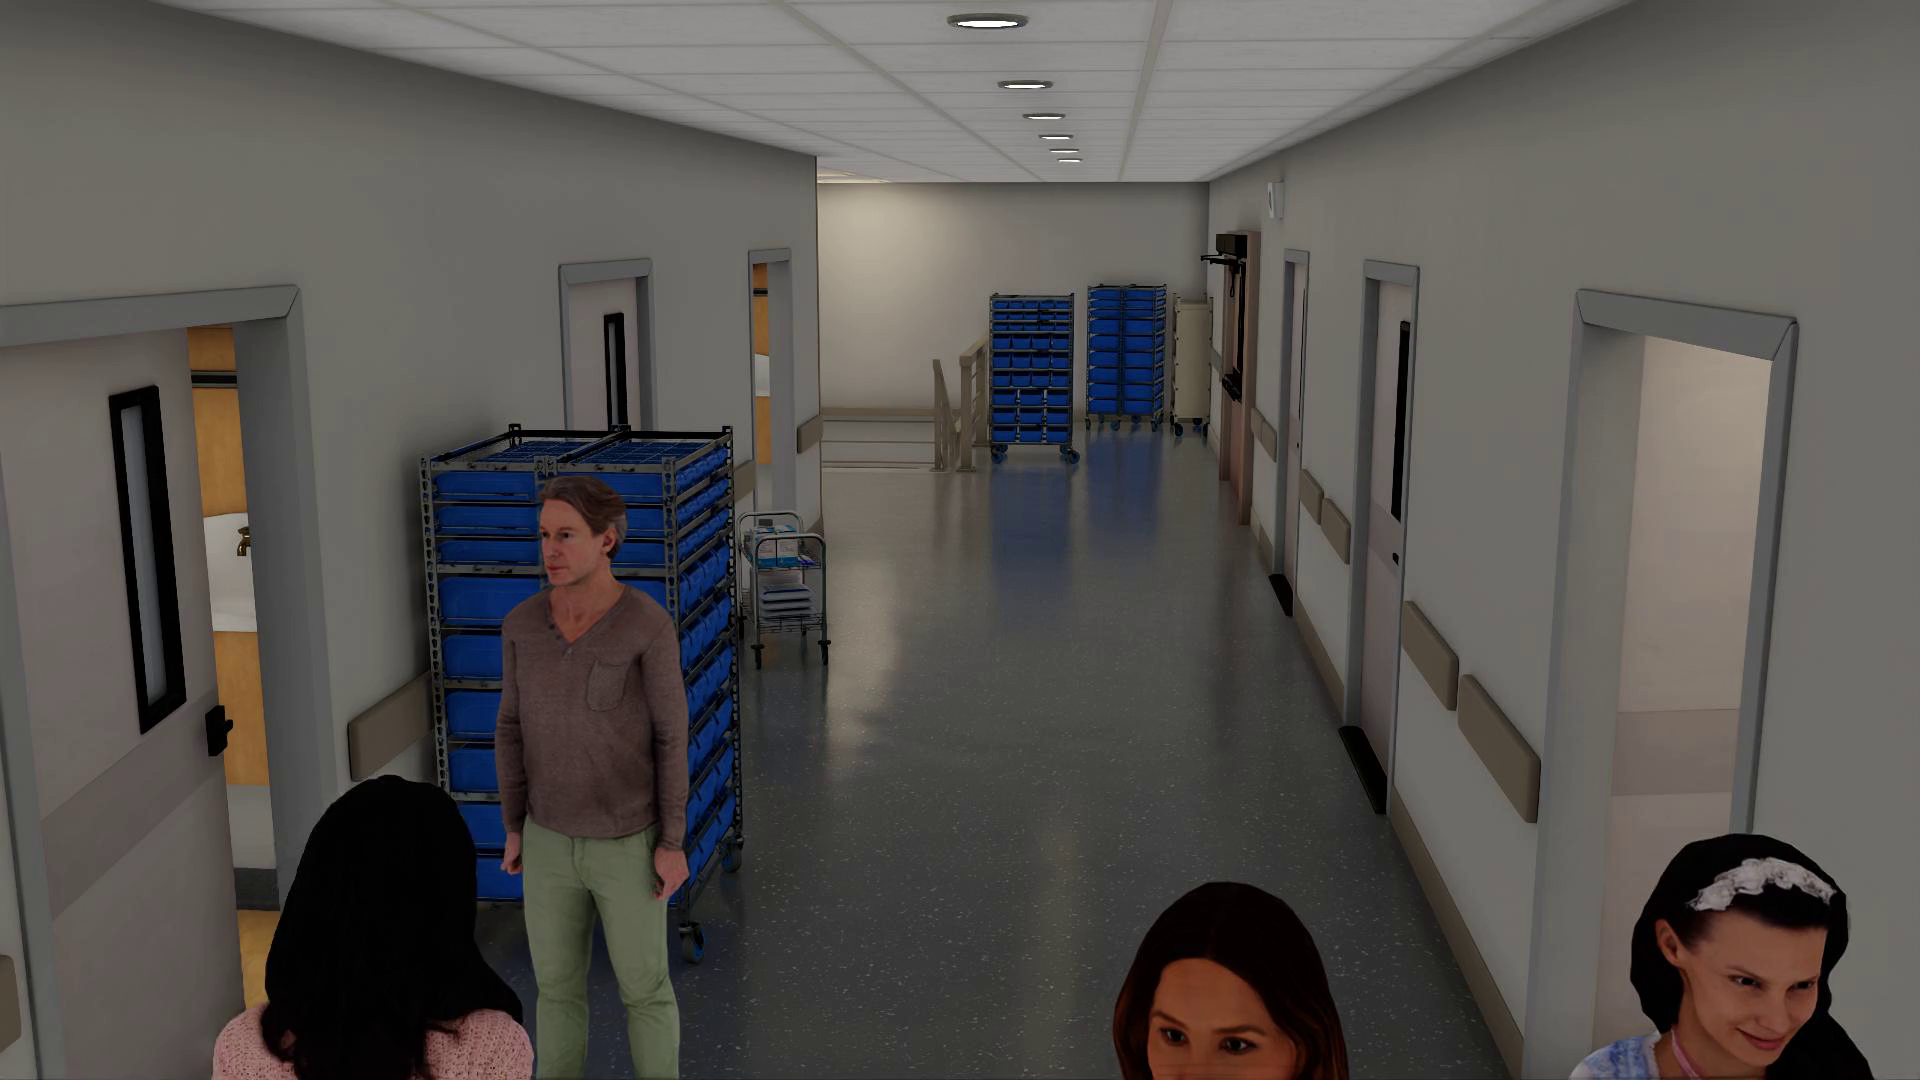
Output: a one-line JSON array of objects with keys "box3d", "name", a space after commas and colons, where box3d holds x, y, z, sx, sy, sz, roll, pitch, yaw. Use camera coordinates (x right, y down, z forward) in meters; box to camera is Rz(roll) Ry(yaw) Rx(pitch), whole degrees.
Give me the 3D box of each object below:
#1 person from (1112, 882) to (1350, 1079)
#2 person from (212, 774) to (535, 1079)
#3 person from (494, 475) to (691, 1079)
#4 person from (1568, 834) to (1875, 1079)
[{"box3d": [0.257, 1.241, 1.781, 0.632, 1.834, 0.594, 3, 11, 17], "name": "person"}, {"box3d": [-0.802, 1.219, 2.207, 0.646, 1.719, 1.097, 1, 11, 4], "name": "person"}, {"box3d": [-0.923, 0.755, 4.234, 0.716, 1.875, 0.668, 3, 11, 15], "name": "person"}, {"box3d": [0.859, 1.212, 1.995, 0.705, 1.811, 0.727, 0, 11, 1], "name": "person"}]
